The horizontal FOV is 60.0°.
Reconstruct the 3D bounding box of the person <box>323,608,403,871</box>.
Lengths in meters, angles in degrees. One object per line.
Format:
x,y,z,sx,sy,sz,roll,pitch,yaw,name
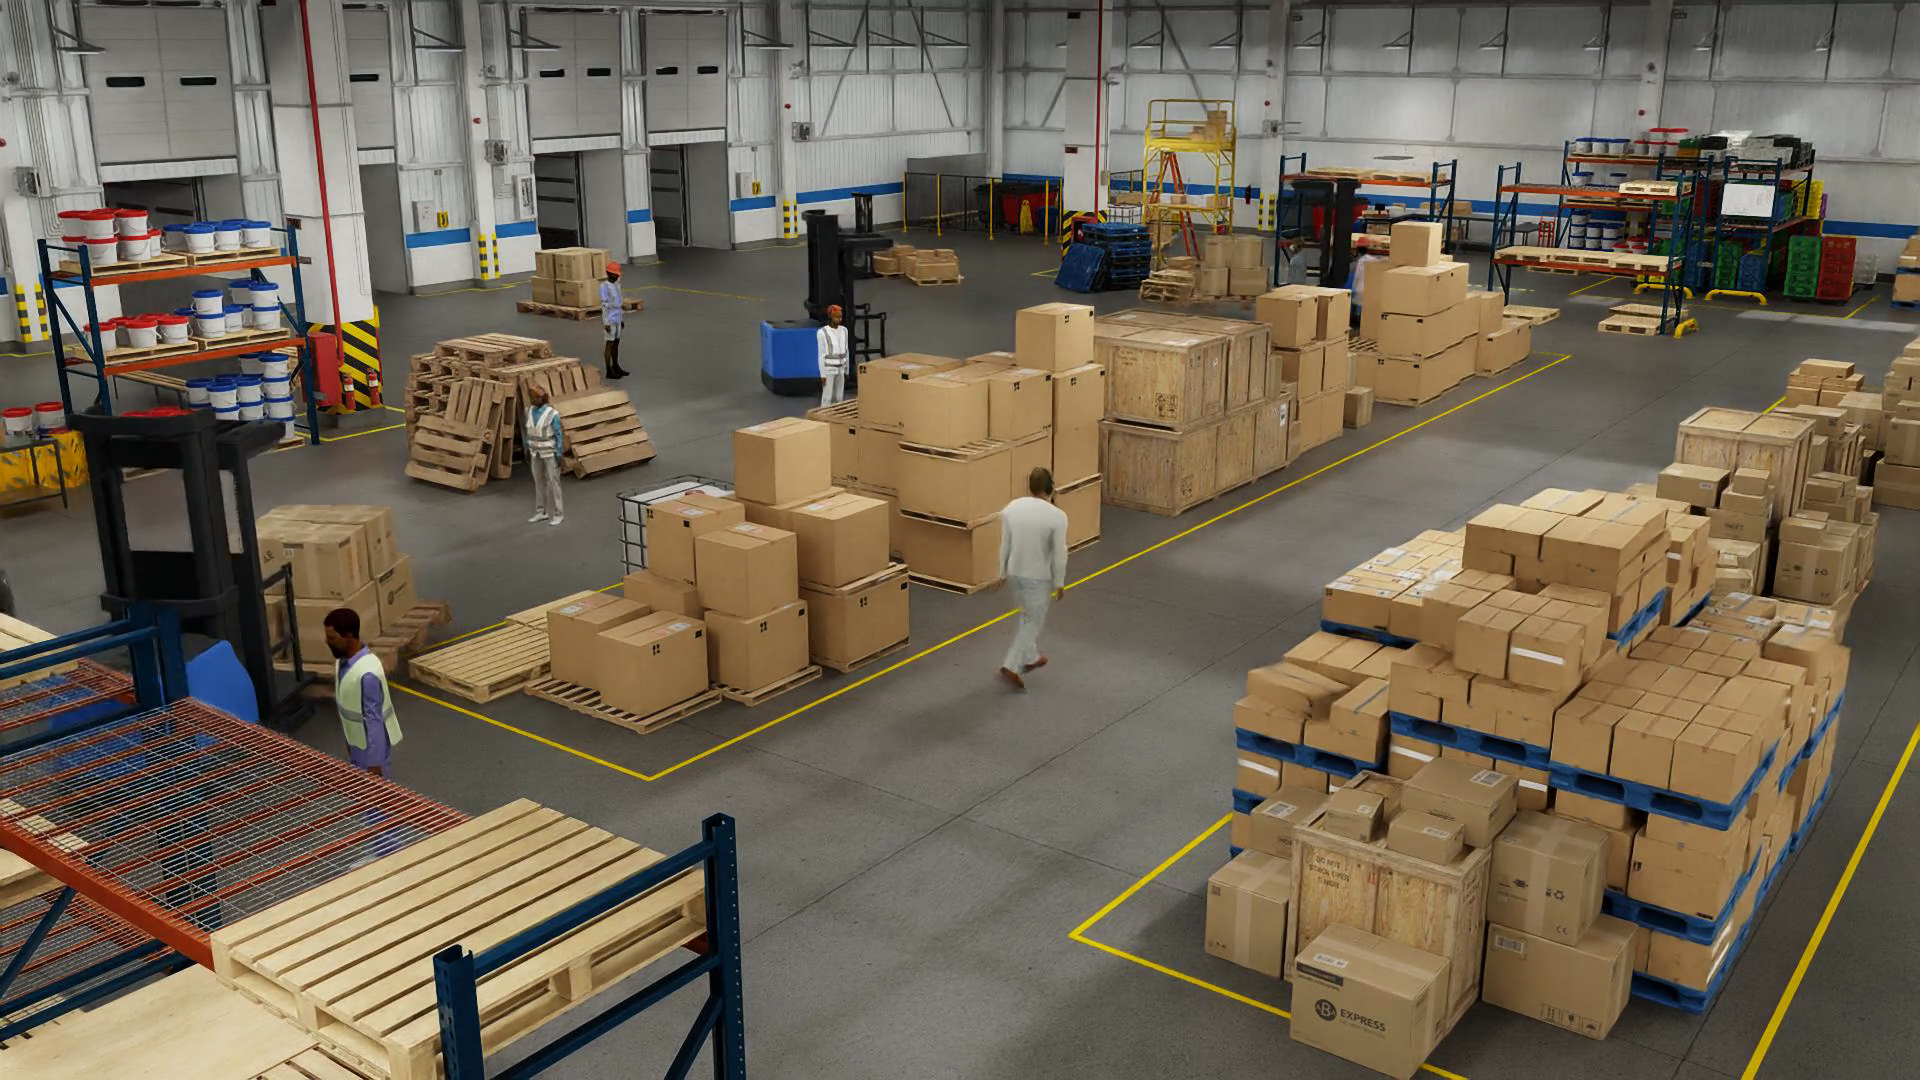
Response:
-3.911,1.348,10.980,0.404,1.907,0.597,-12,20,-34,person

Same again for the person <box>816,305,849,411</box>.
-1.766,-2.360,23.309,0.351,1.878,0.568,15,22,40,person

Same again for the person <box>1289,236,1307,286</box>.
6.203,-4.636,30.728,0.372,1.940,0.630,2,17,6,person

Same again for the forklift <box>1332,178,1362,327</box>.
7.418,-5.569,32.216,1.873,2.768,1.129,3,17,10,forklift

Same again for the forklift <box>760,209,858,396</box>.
-2.177,-3.783,26.301,1.873,2.768,1.129,-5,18,-17,forklift

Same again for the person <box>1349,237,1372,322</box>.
7.399,-4.693,30.995,0.976,1.886,0.568,7,18,22,person

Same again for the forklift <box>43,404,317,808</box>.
-5.974,0.370,12.550,1.129,2.768,1.873,2,17,5,forklift

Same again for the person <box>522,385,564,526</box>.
-4.787,-0.971,19.126,0.562,1.635,0.314,8,18,24,person

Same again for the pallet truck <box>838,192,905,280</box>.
-1.936,-7.159,38.982,1.885,1.965,0.823,-12,21,-34,pallet truck

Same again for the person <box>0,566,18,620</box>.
-8.956,0.133,15.024,0.596,1.891,0.930,10,19,29,person

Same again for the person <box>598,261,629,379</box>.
-5.695,-3.629,27.408,0.371,1.931,0.543,5,17,15,person

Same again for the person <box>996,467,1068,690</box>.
0.564,0.333,14.371,0.649,1.901,0.822,13,21,37,person
